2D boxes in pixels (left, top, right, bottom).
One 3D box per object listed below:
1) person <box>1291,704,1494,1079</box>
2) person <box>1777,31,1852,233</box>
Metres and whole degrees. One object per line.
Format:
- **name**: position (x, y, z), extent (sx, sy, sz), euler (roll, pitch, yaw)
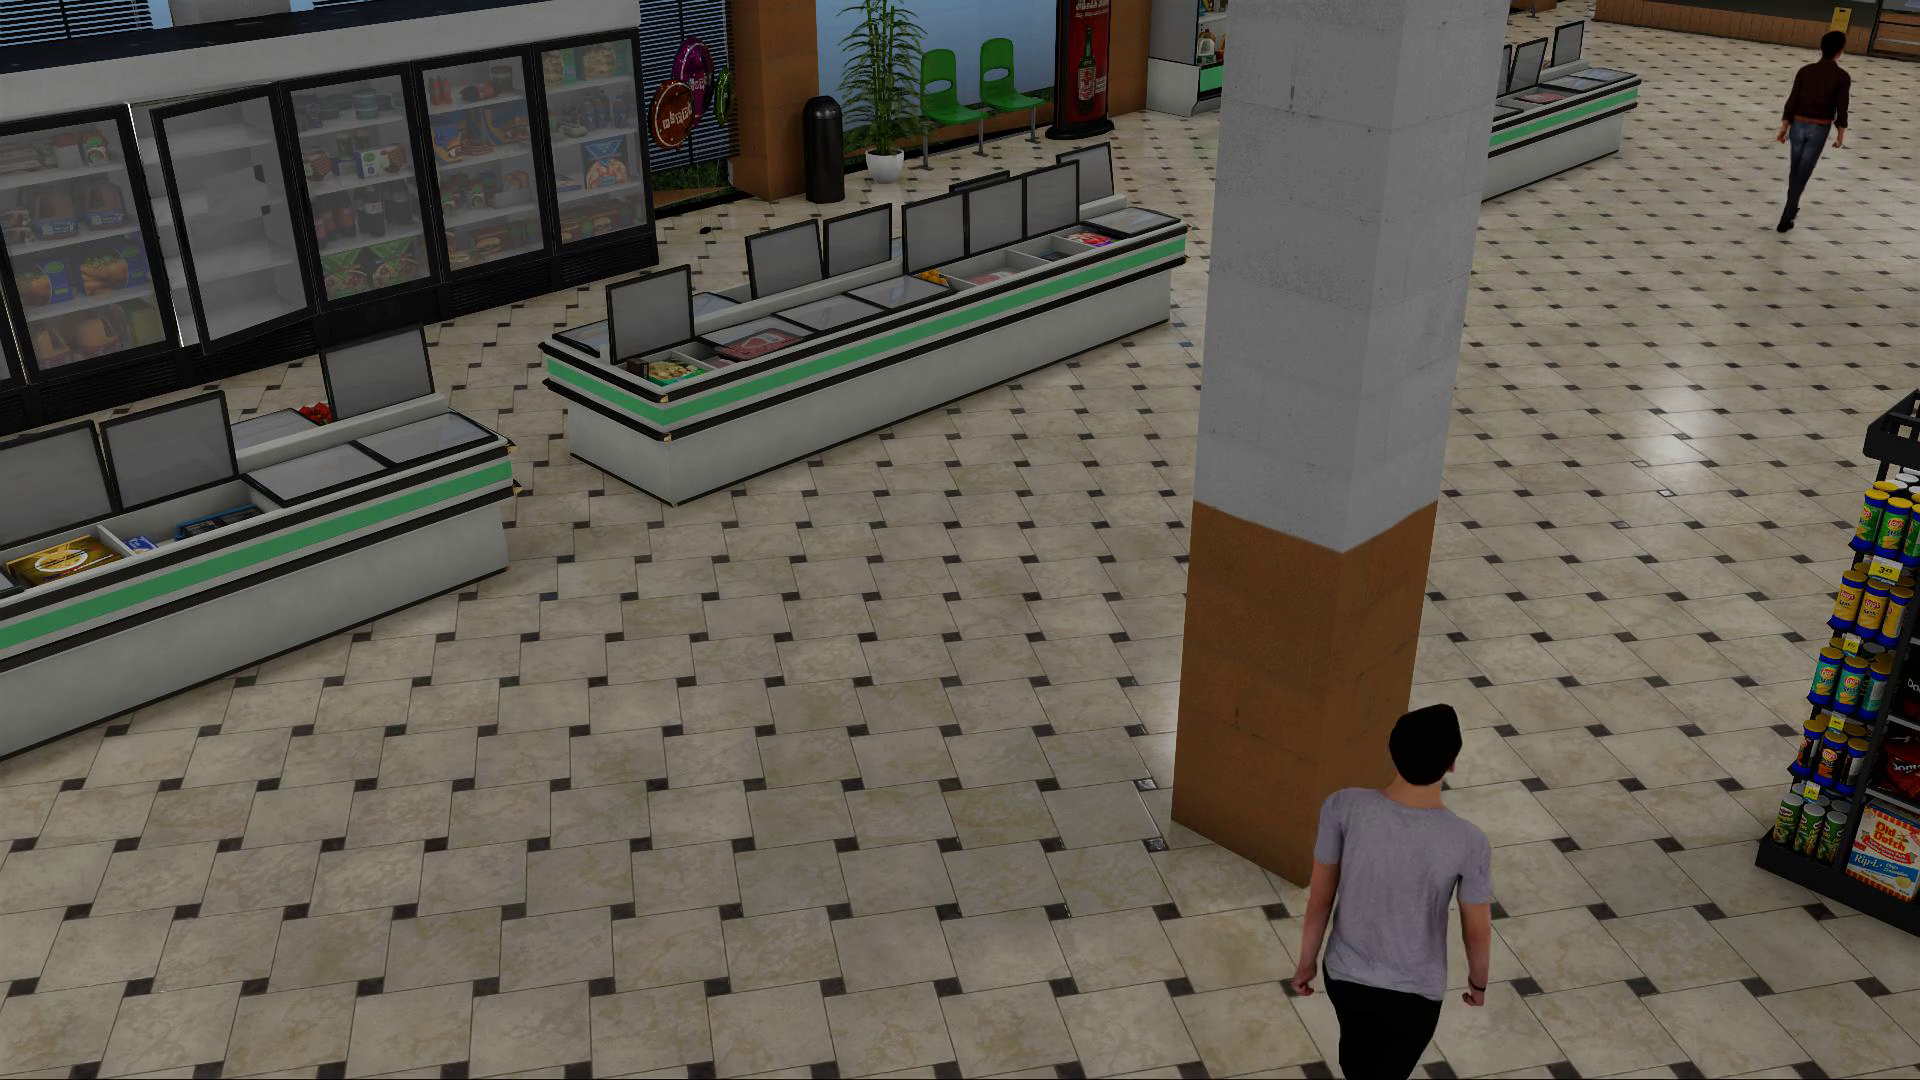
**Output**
- **person**: position (1.236, 1.388, 4.985), extent (0.854, 1.815, 1.242), euler (16, 31, 29)
- **person**: position (7.614, -3.641, 14.968), extent (0.675, 1.755, 0.896), euler (23, 35, 38)
